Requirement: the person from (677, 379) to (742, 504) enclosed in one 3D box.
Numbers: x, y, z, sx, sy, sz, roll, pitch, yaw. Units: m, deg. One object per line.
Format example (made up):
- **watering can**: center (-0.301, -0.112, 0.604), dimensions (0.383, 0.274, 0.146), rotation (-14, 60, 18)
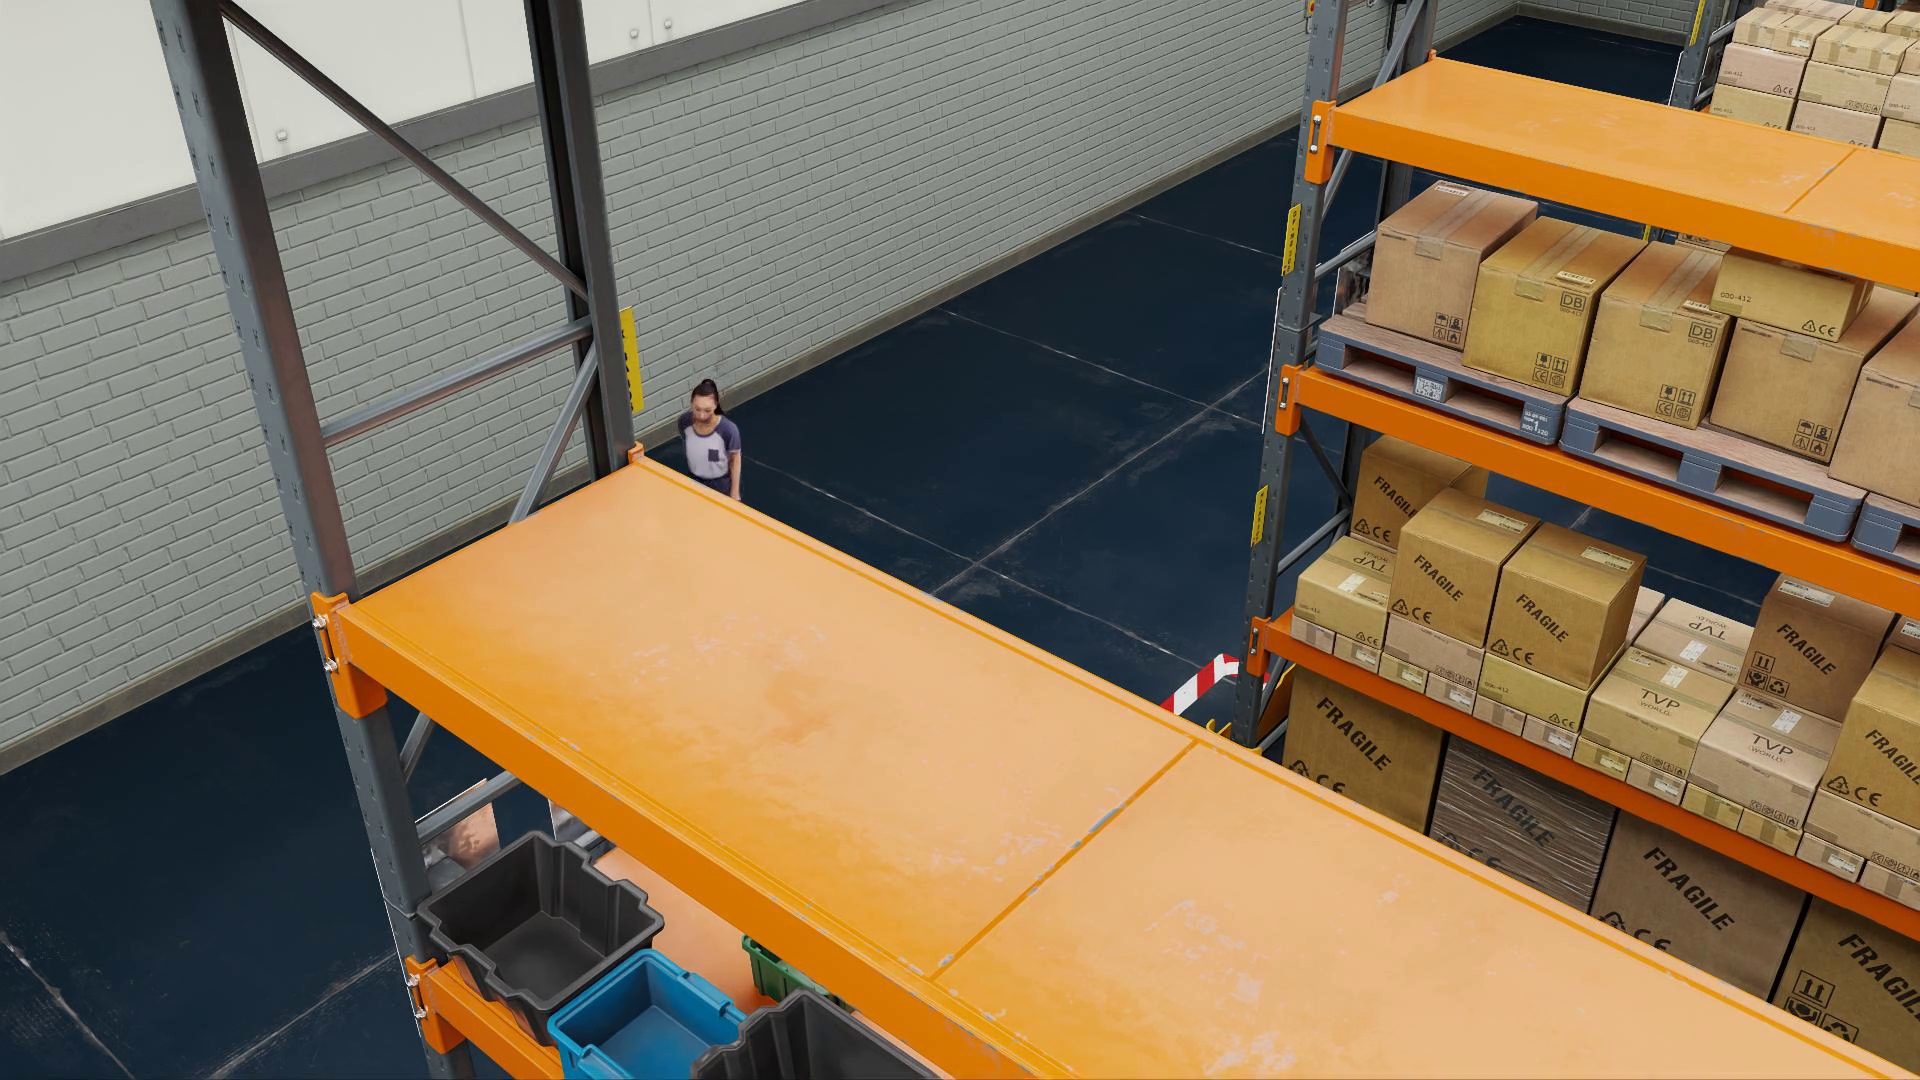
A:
- **person**: center (-1.605, -0.384, 11.015), dimensions (0.924, 1.615, 0.875), rotation (12, 35, 18)
